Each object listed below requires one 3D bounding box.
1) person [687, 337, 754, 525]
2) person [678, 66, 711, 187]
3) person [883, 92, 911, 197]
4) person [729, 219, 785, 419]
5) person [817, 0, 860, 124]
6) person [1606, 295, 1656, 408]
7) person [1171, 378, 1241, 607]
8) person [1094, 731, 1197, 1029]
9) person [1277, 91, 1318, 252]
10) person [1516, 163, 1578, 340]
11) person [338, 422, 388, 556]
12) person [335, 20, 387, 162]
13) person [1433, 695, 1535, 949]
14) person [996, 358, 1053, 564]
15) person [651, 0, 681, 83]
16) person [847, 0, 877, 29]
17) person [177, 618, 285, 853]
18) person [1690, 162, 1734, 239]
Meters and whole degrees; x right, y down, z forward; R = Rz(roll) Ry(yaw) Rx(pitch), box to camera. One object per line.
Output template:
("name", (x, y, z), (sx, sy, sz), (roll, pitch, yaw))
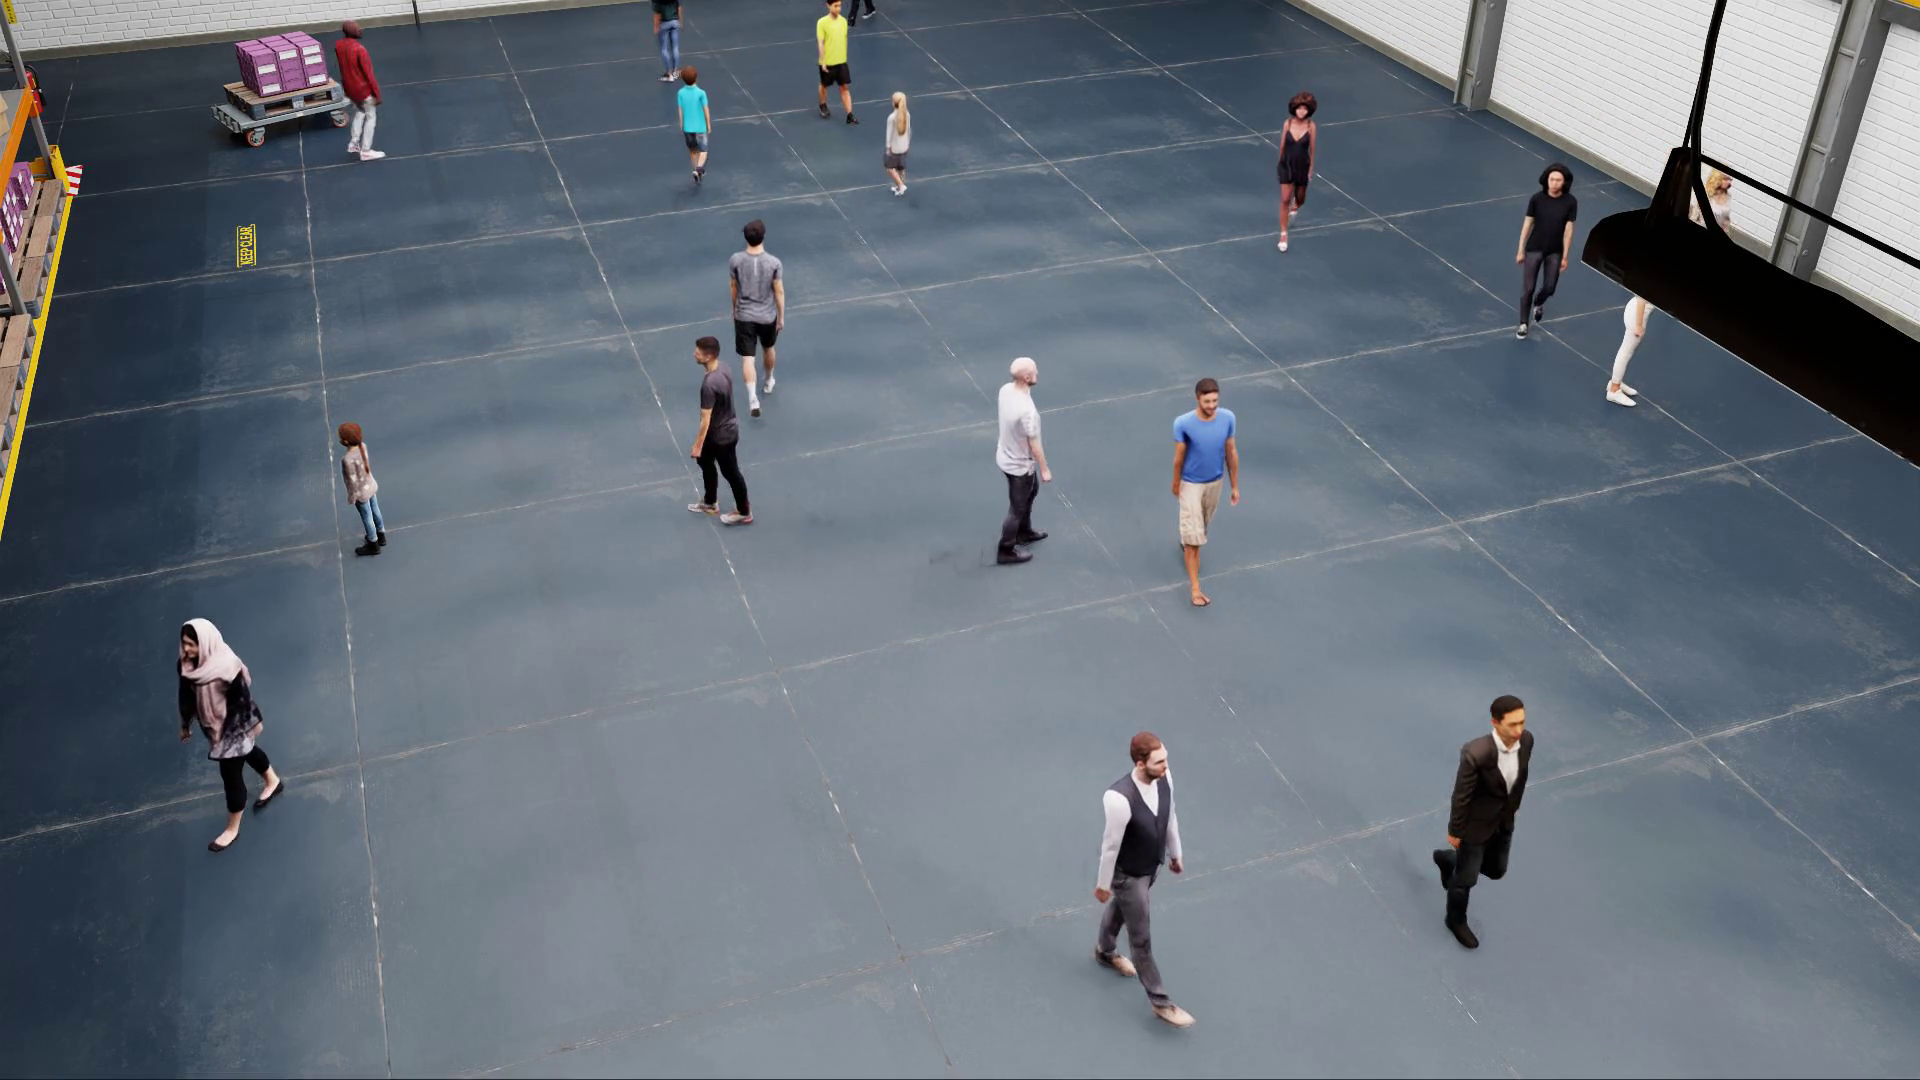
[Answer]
("person", (-1.886, -0.871, 13.702), (0.823, 1.742, 0.823), (-2, 34, -3))
("person", (-3.240, -5.018, 20.216), (0.767, 1.438, 0.913), (5, 34, 8))
("person", (-0.714, -4.718, 19.916), (0.638, 1.270, 0.700), (-27, 42, -35))
("person", (-1.900, -2.027, 15.344), (0.890, 1.850, 1.221), (-2, 34, -3))
("person", (-1.736, -6.389, 22.076), (0.729, 1.662, 1.147), (-17, 37, -23))
("person", (6.347, -2.108, 15.579), (0.714, 1.724, 0.651), (14, 36, 20))
("person", (1.871, -0.496, 13.075), (0.723, 1.812, 1.243), (-9, 35, -13))
("person", (0.938, 1.818, 9.505), (1.182, 1.910, 1.008), (26, 41, 33))
("person", (3.748, -4.166, 18.638), (0.894, 1.765, 1.074), (7, 34, 11))
("person", (5.897, -2.951, 16.762), (0.862, 1.819, 0.925), (11, 35, 16))
("person", (-4.865, -0.431, 13.534), (0.609, 1.194, 0.517), (4, 34, 6))
("person", (-7.530, -5.630, 20.825), (0.846, 1.783, 0.954), (12, 36, 18))
("person", (3.069, 1.607, 9.930), (0.701, 1.791, 0.827), (-13, 36, -19))
("person", (0.389, -0.598, 13.225), (0.760, 1.815, 0.697), (-7, 34, -11))
("person", (-4.136, -7.325, 23.532), (0.713, 1.608, 0.720), (-16, 37, -23))
("person", (-1.524, -8.887, 25.756), (1.183, 1.748, 1.148), (19, 38, 26))
("person", (-4.707, 1.135, 10.807), (1.002, 1.606, 1.070), (13, 36, 19))
("person", (7.621, -3.127, 17.190), (0.689, 1.639, 0.961), (-18, 38, -25))
